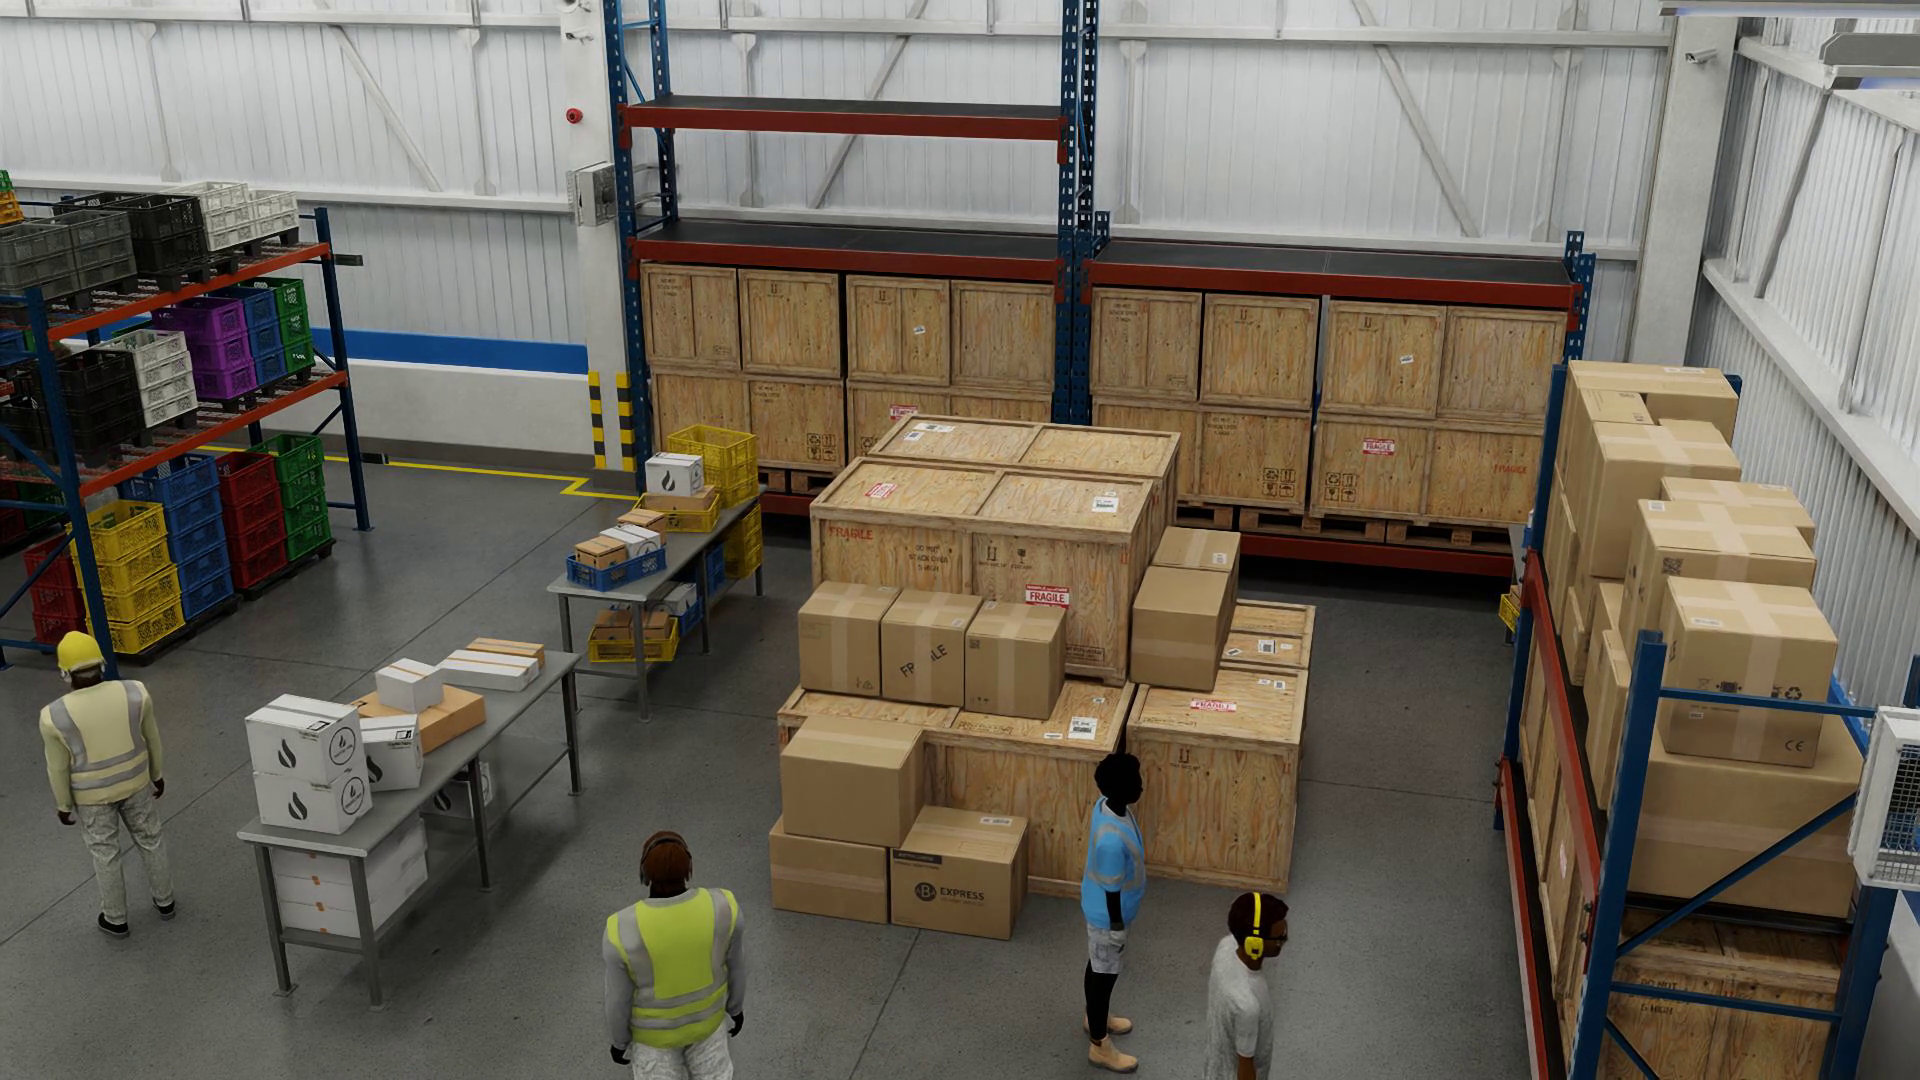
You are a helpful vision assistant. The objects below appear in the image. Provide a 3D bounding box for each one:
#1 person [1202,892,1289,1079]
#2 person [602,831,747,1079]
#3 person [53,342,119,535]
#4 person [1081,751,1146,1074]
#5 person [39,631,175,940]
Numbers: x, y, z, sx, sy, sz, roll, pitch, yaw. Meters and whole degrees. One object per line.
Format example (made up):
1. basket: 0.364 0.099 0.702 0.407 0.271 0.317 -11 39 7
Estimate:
1. person: 1.160 2.263 6.865 0.311 1.869 0.534 -1 21 -3
2. person: -1.245 2.105 7.315 0.636 1.842 0.429 -10 23 -24
3. person: -7.903 -0.886 15.052 0.653 1.913 0.449 19 28 41
4. person: 0.759 1.820 8.261 0.319 1.697 0.532 1 21 2
5. person: -4.752 1.357 9.288 0.586 1.832 0.403 -19 28 -41
